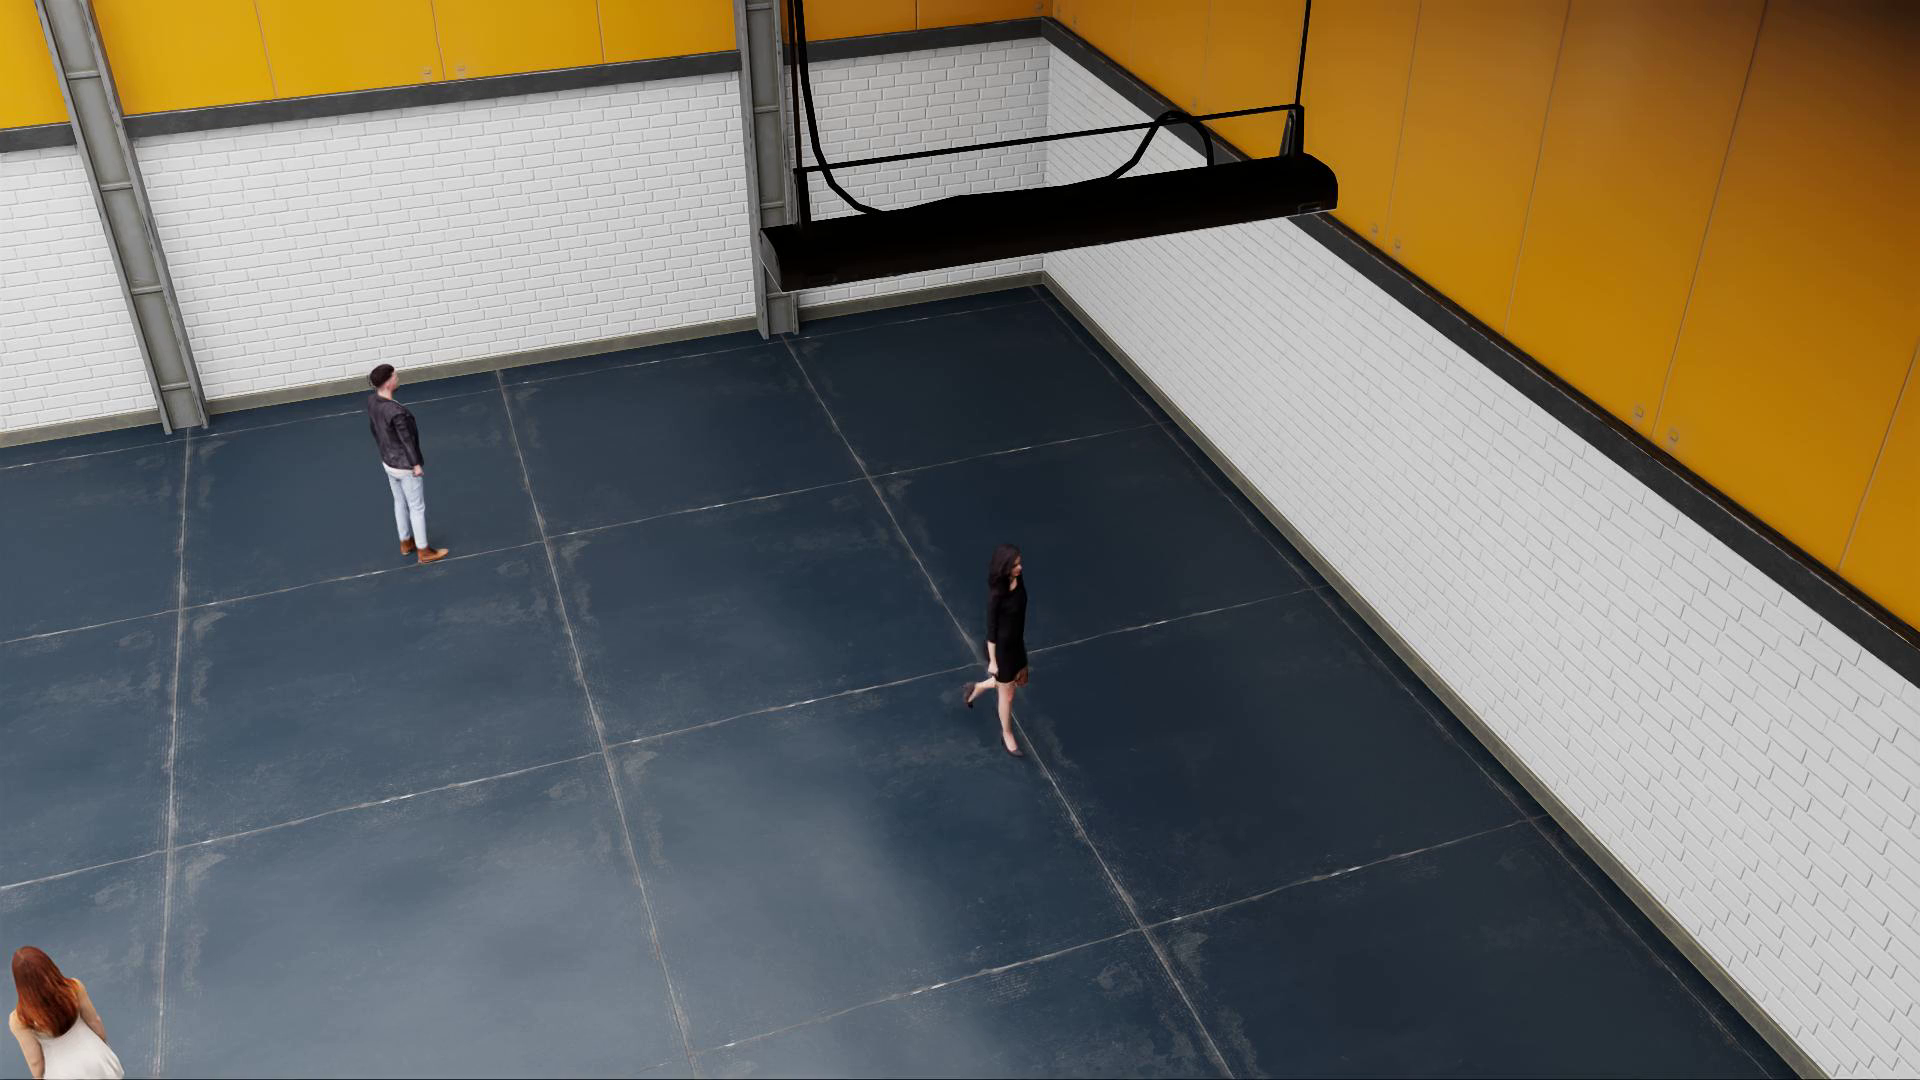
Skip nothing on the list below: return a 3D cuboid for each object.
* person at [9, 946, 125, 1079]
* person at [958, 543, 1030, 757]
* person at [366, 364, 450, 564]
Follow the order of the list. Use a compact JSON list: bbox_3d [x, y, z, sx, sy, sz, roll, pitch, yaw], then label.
[{"bbox_3d":[-4.744,2.808,8.902,0.704,1.711,0.605,24,41,32],"label":"person"},{"bbox_3d":[0.259,0.766,11.904,0.928,1.789,0.908,20,39,28],"label":"person"},{"bbox_3d":[-4.702,-0.645,13.984,0.732,1.837,0.725,24,41,32],"label":"person"}]
